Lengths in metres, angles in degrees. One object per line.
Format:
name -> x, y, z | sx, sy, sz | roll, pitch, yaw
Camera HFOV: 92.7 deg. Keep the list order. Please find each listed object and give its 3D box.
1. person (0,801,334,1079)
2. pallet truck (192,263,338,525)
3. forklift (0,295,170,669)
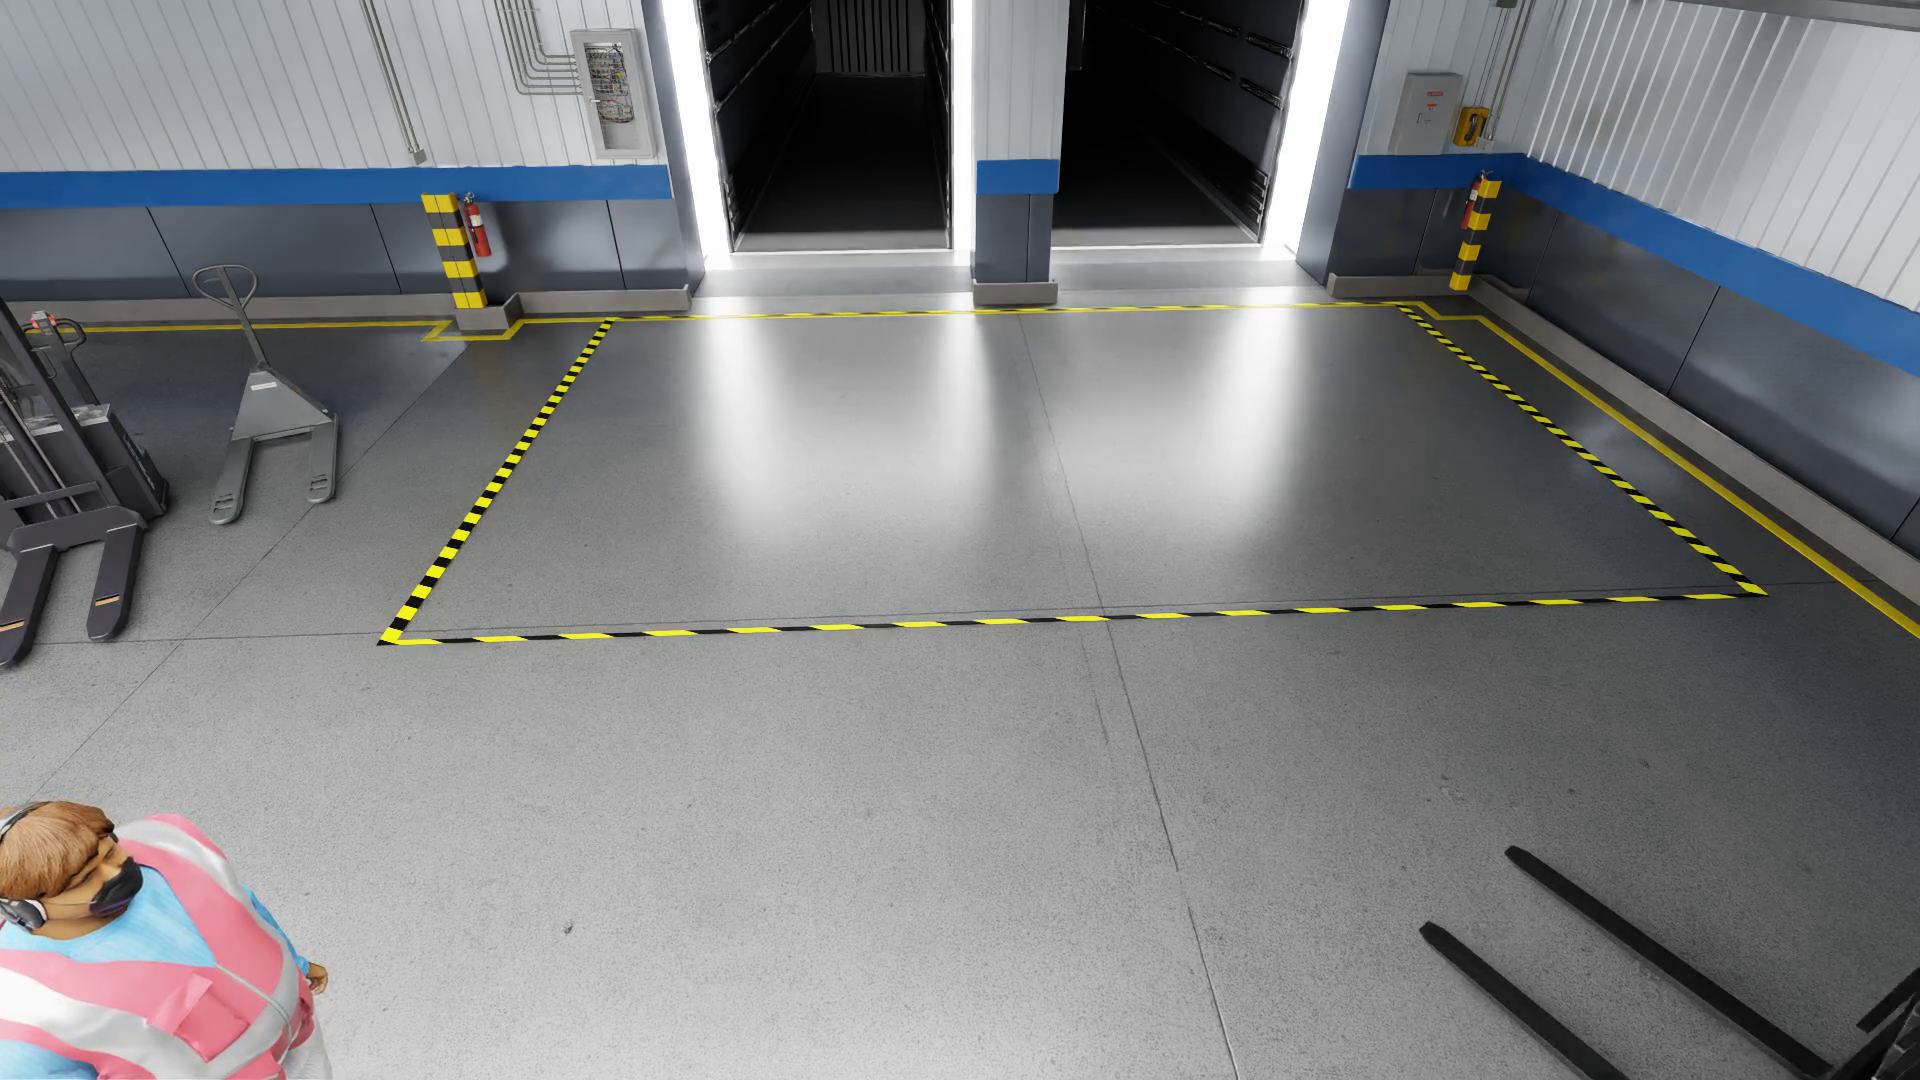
person -> -1.806, 1.289, 2.273 | 0.430, 1.845, 0.621 | -1, 35, -2
pallet truck -> -4.778, -1.027, 6.128 | 0.680, 1.201, 1.601 | -17, 38, -23
forklift -> -5.212, -0.618, 4.878 | 0.823, 1.965, 1.885 | -20, 39, -26
